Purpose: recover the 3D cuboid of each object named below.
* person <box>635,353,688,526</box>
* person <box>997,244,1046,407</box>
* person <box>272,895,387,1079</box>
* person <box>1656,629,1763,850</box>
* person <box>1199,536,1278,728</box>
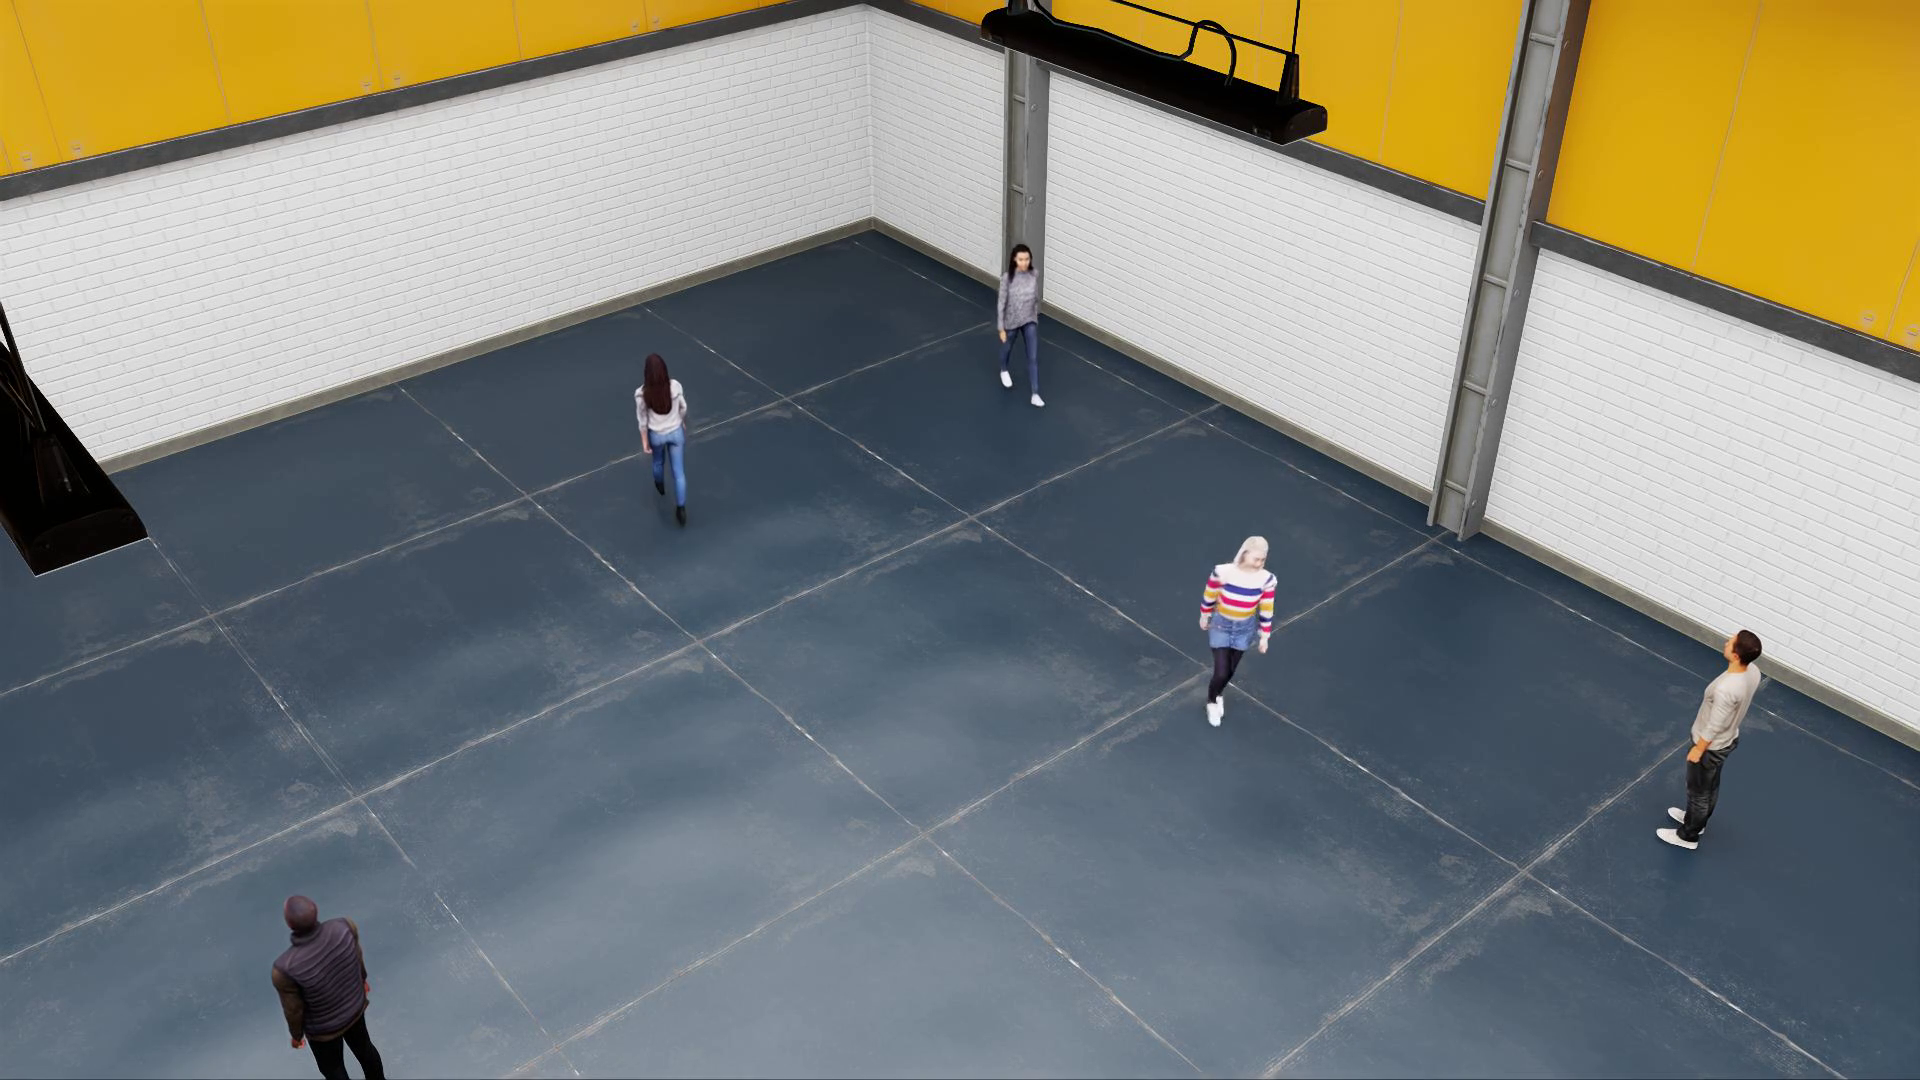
[{"bbox_3d":[-2.649,-0.882,15.099,0.880,1.582,1.124,-9,35,-14],"label":"person"},{"bbox_3d":[0.573,-2.263,17.091,0.963,1.676,1.248,-9,35,-13],"label":"person"},{"bbox_3d":[-3.580,2.695,9.487,0.693,1.836,0.757,19,38,26],"label":"person"},{"bbox_3d":[5.233,1.374,11.497,0.586,1.812,0.672,27,42,34],"label":"person"},{"bbox_3d":[2.039,0.643,12.641,0.832,1.763,0.885,6,34,9],"label":"person"}]
